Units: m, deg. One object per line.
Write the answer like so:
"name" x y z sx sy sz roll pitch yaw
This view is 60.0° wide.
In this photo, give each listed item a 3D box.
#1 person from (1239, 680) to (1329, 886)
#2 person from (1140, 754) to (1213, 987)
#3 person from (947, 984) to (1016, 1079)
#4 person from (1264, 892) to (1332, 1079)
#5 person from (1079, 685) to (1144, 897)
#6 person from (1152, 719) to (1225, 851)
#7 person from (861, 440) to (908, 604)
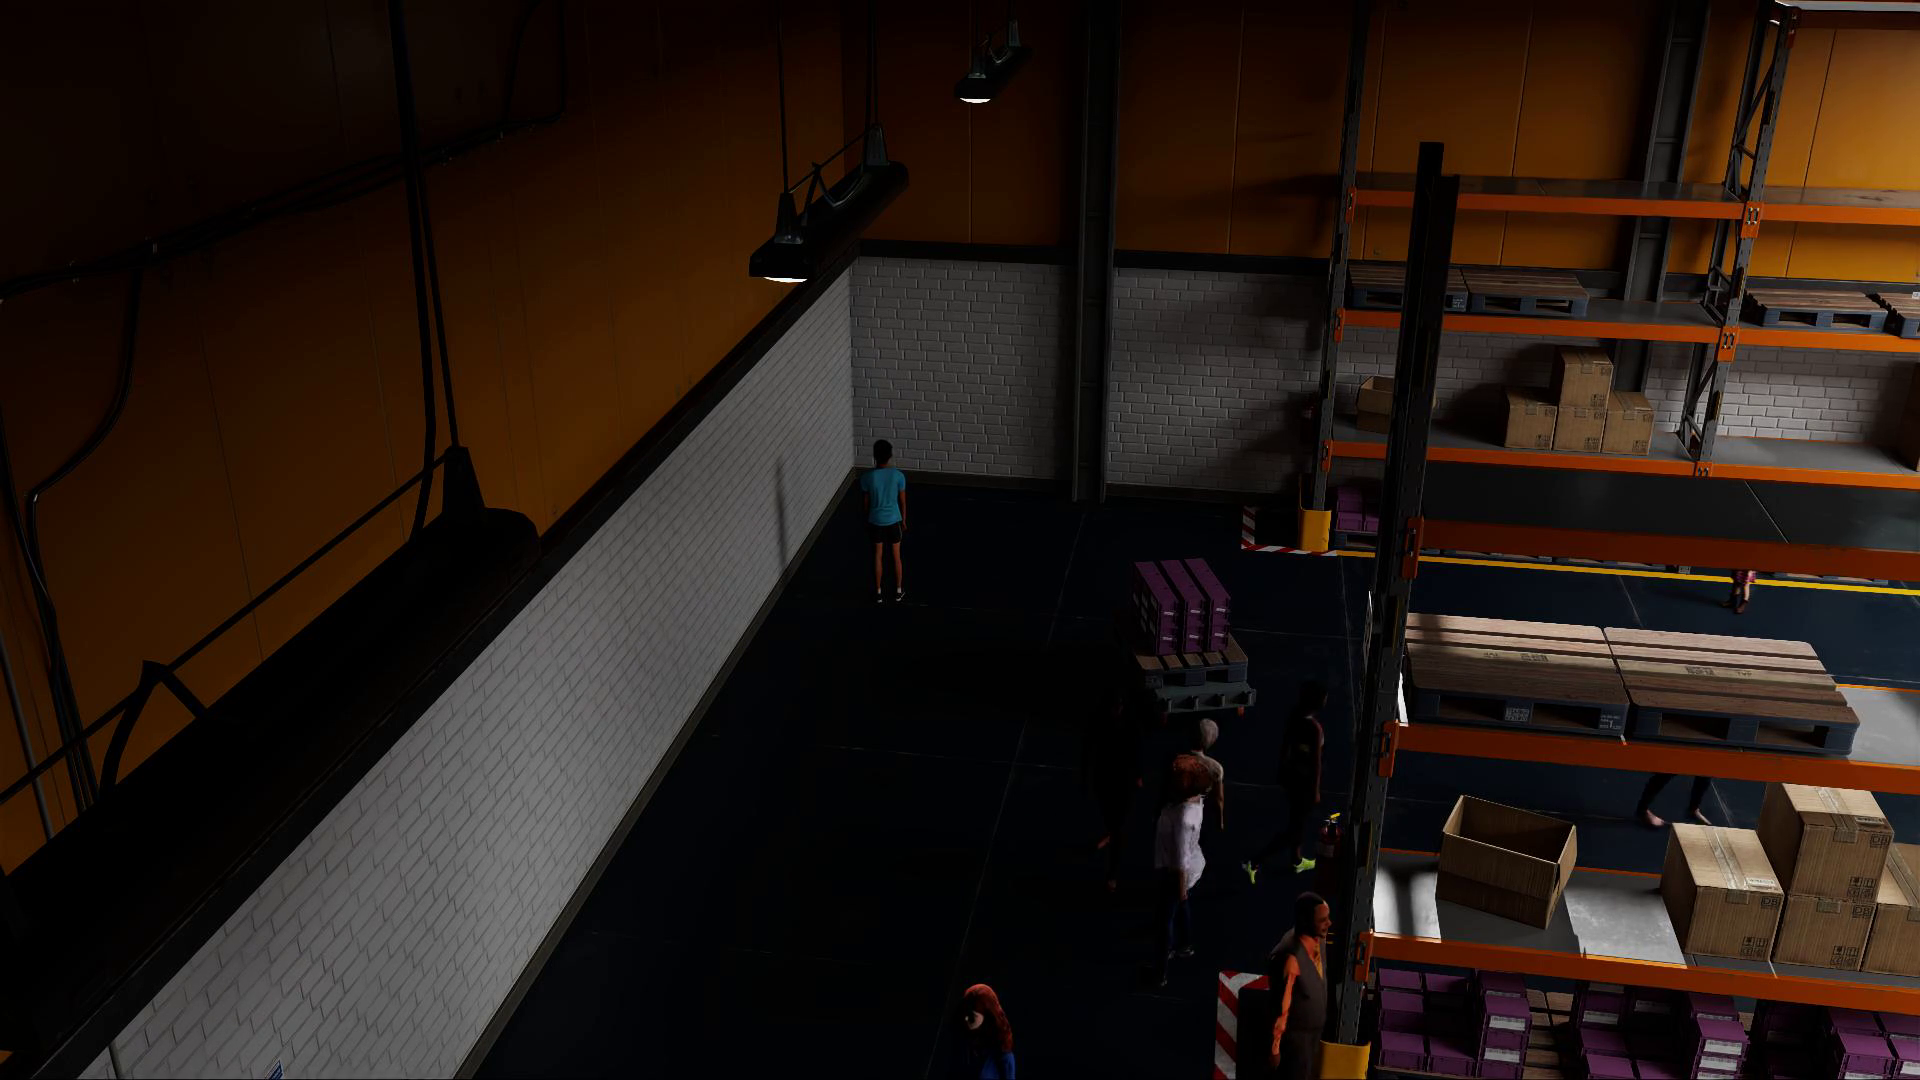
"person" 2.510 1.893 12.712 1.086 1.732 0.874 -9 25 -19
"person" 1.637 2.306 11.816 0.669 1.692 0.763 3 24 7
"person" 0.123 3.271 9.440 0.669 1.828 0.765 19 30 36
"person" 1.954 2.927 10.139 1.015 1.898 0.912 17 29 33
"person" 1.191 1.843 12.904 1.011 1.670 0.775 7 25 16
"person" 1.627 2.136 12.177 0.936 1.715 0.831 9 25 19
"person" -0.791 -0.193 17.432 0.545 1.774 0.735 -2 24 -6
